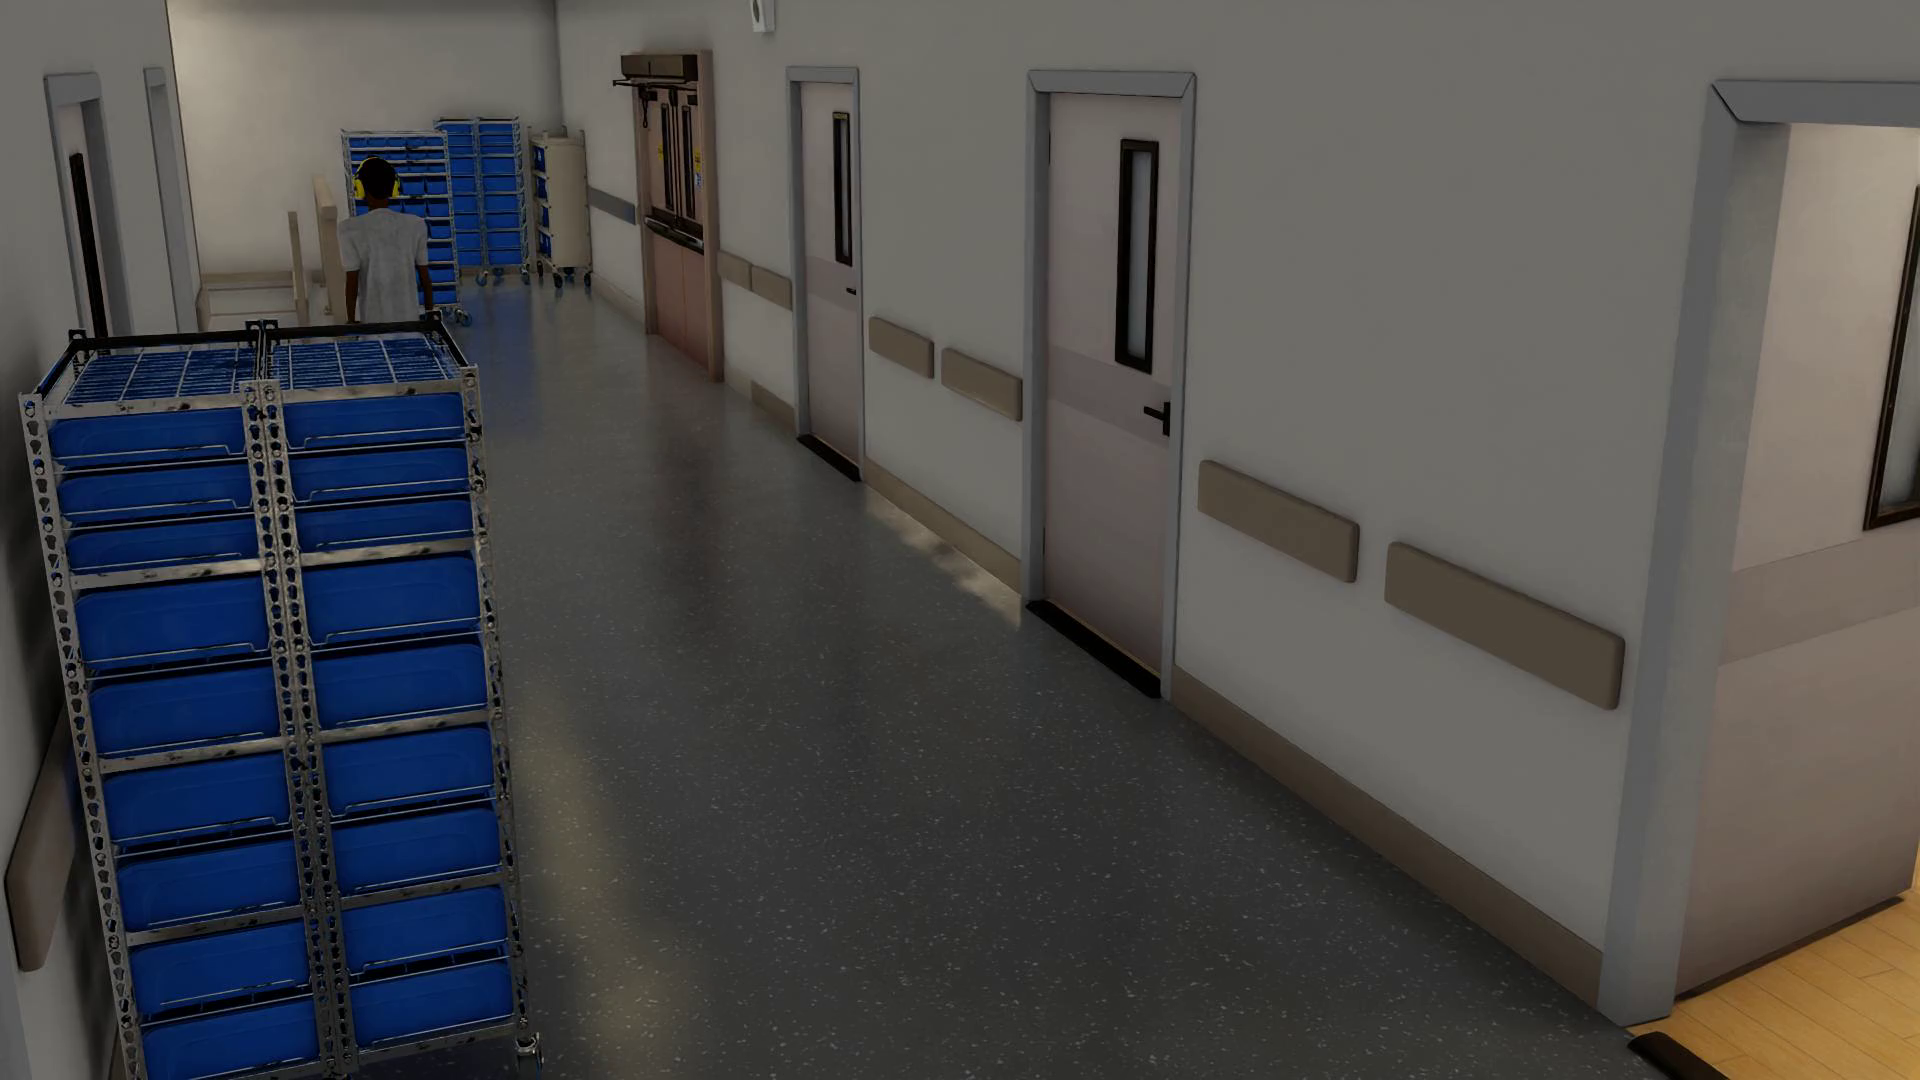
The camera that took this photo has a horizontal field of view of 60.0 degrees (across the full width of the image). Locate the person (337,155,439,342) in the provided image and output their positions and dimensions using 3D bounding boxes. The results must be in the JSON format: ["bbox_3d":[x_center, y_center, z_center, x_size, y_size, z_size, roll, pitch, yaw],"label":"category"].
[{"bbox_3d":[-3.172,-1.182,9.251,0.532,1.871,0.321,-13,20,-37],"label":"person"}]
